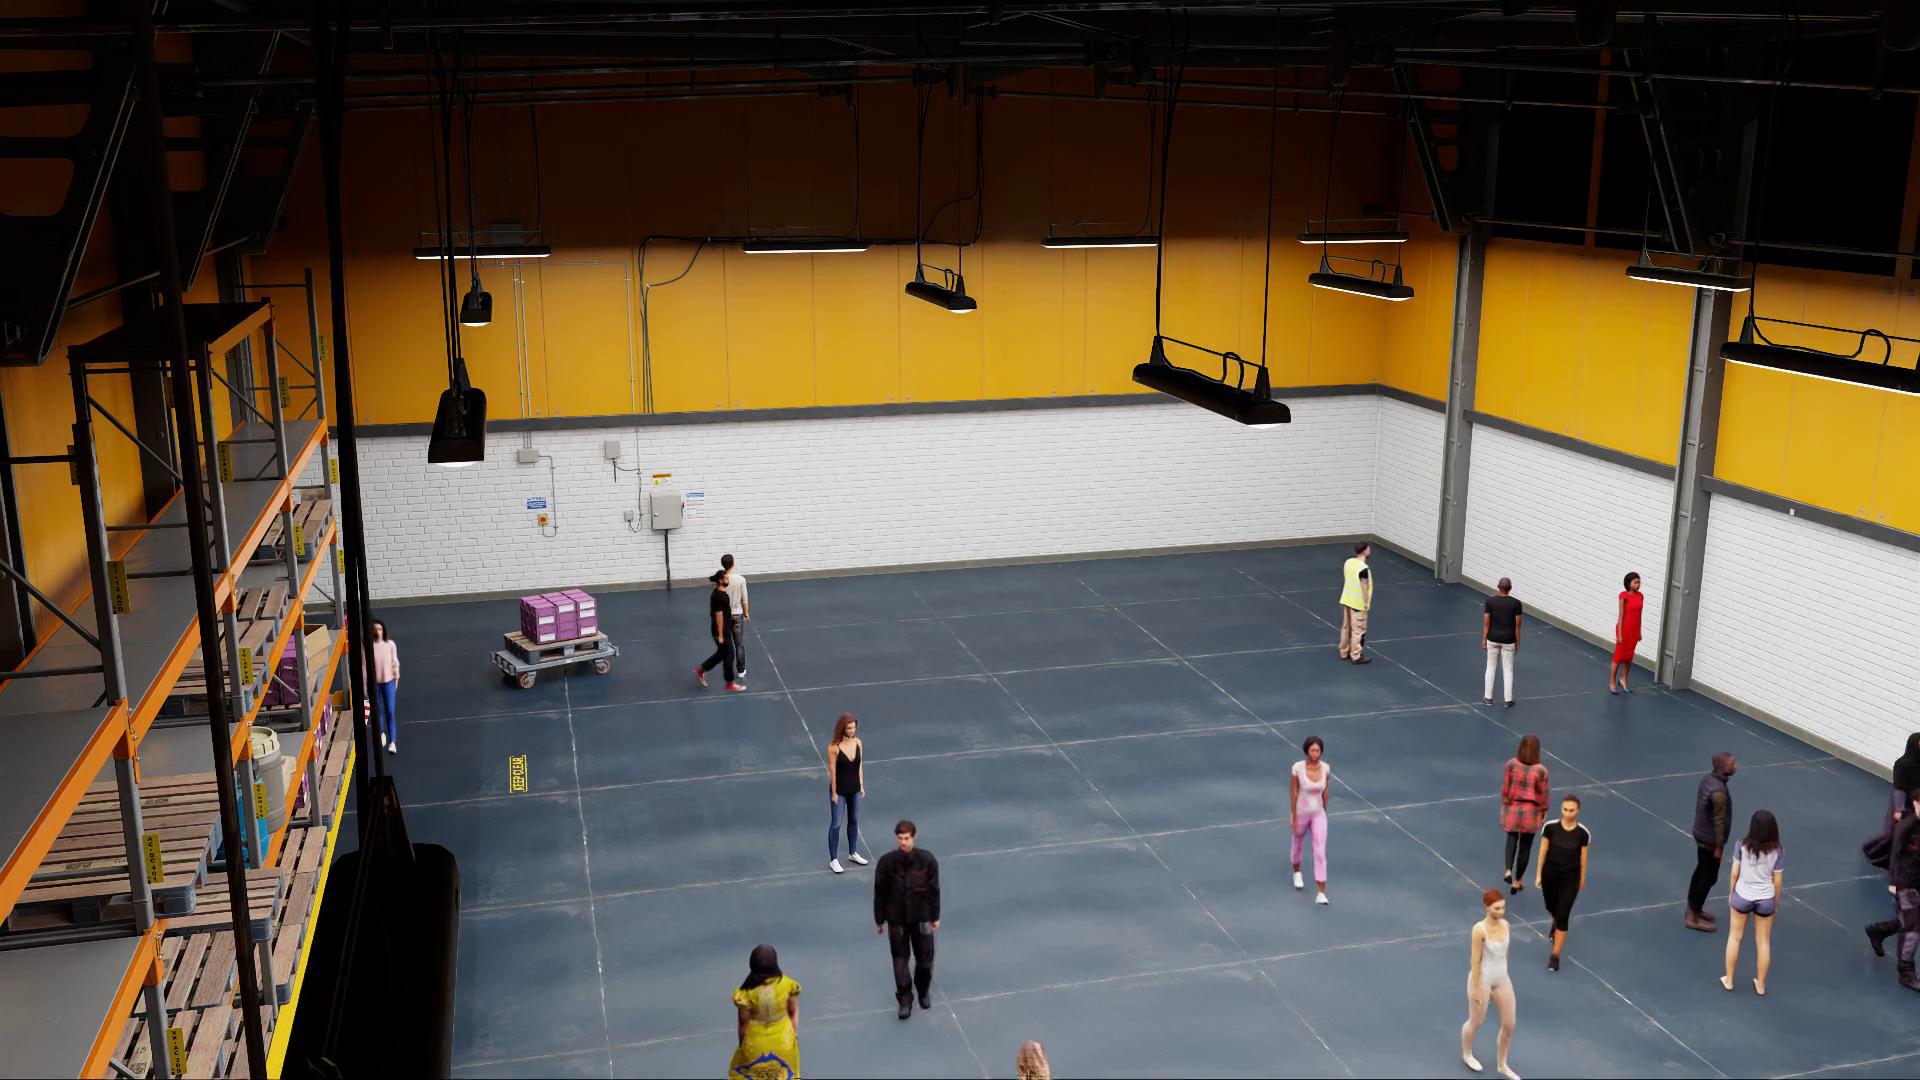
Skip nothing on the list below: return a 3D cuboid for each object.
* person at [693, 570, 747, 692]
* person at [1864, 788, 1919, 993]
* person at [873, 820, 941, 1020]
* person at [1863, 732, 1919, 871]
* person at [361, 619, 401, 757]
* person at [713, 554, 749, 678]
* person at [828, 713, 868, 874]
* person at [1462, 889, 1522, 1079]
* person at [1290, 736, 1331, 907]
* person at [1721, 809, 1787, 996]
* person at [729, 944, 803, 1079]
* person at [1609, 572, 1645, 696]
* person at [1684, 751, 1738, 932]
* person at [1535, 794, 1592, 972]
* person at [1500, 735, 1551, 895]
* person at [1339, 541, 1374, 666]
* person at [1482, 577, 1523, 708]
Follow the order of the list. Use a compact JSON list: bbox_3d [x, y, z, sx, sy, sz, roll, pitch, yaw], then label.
[{"bbox_3d":[-3.410,1.279,23.302,0.820,1.740,0.973,0,14,-1],"label":"person"},{"bbox_3d":[8.701,3.145,15.278,0.770,1.889,1.084,-5,15,-21],"label":"person"},{"bbox_3d":[-0.443,3.310,14.721,0.812,1.832,0.763,0,14,0],"label":"person"},{"bbox_3d":[9.892,2.778,17.437,0.693,1.586,1.092,-1,14,-6],"label":"person"},{"bbox_3d":[-7.346,1.837,21.040,0.679,1.719,1.140,-4,14,-18],"label":"person"},{"bbox_3d":[-3.303,1.091,23.931,0.658,1.809,0.517,-3,14,-14],"label":"person"},{"bbox_3d":[-1.219,2.651,17.672,0.670,1.723,0.660,-11,17,-38],"label":"person"},{"bbox_3d":[4.327,3.639,13.804,0.635,1.623,0.779,-6,15,-24],"label":"person"},{"bbox_3d":[3.537,2.818,17.035,0.743,1.698,1.168,0,14,-1],"label":"person"},{"bbox_3d":[7.207,3.269,15.103,0.653,1.731,0.689,6,15,22],"label":"person"},{"bbox_3d":[-1.451,3.900,12.681,0.766,1.646,0.834,-4,14,-17],"label":"person"},{"bbox_3d":[9.327,1.293,23.237,0.606,1.743,0.550,-6,15,-23],"label":"person"},{"bbox_3d":[7.355,2.924,16.311,0.835,1.833,0.692,4,14,14],"label":"person"},{"bbox_3d":[5.698,3.165,15.743,1.064,1.633,1.119,9,16,32],"label":"person"},{"bbox_3d":[5.724,2.827,17.007,0.722,1.693,0.799,10,17,35],"label":"person"},{"bbox_3d":[5.884,0.910,24.612,0.774,1.841,0.640,-5,15,-21],"label":"person"},{"bbox_3d":[7.396,1.385,22.730,0.760,1.805,0.791,5,14,20],"label":"person"}]
